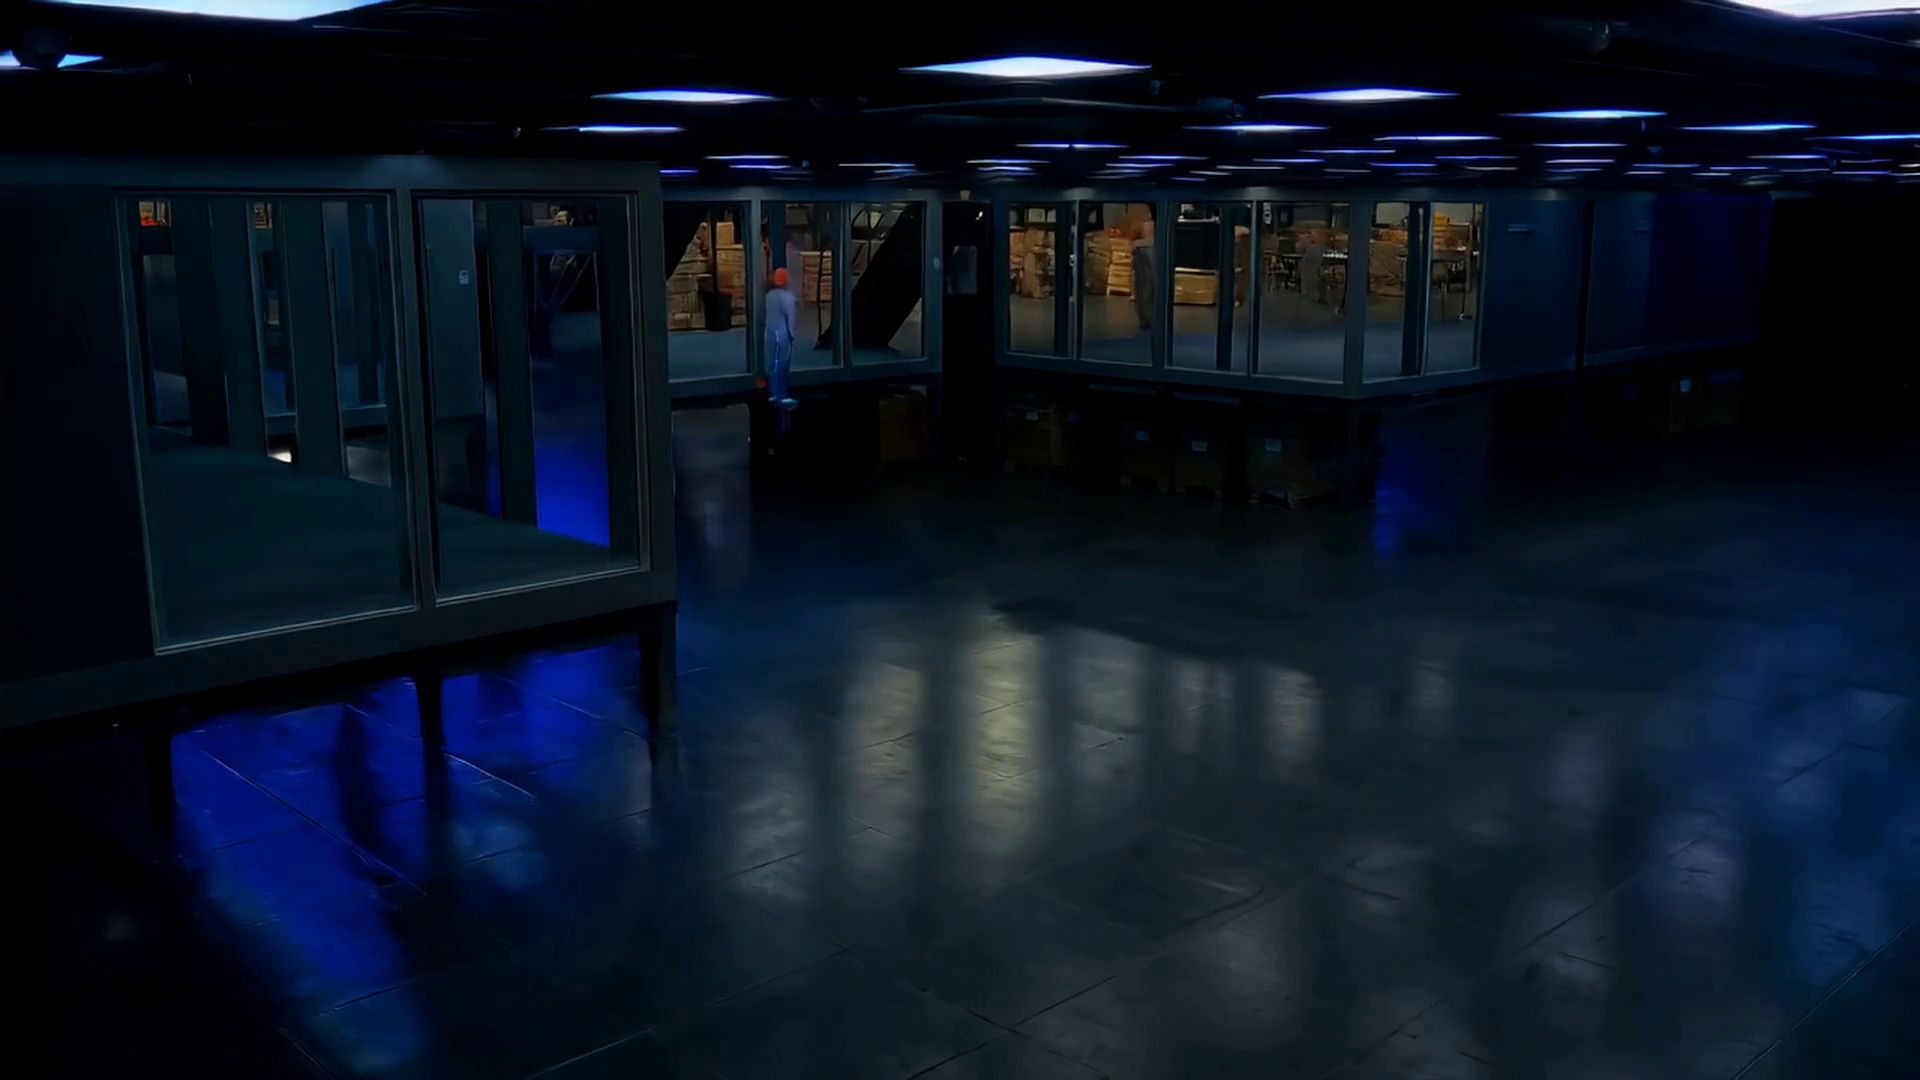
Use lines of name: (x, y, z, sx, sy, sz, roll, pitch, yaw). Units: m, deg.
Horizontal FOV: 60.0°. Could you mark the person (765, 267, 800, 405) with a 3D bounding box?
person: (-2.127, -2.430, 19.822, 0.266, 1.631, 0.507, -9, 14, -38)
